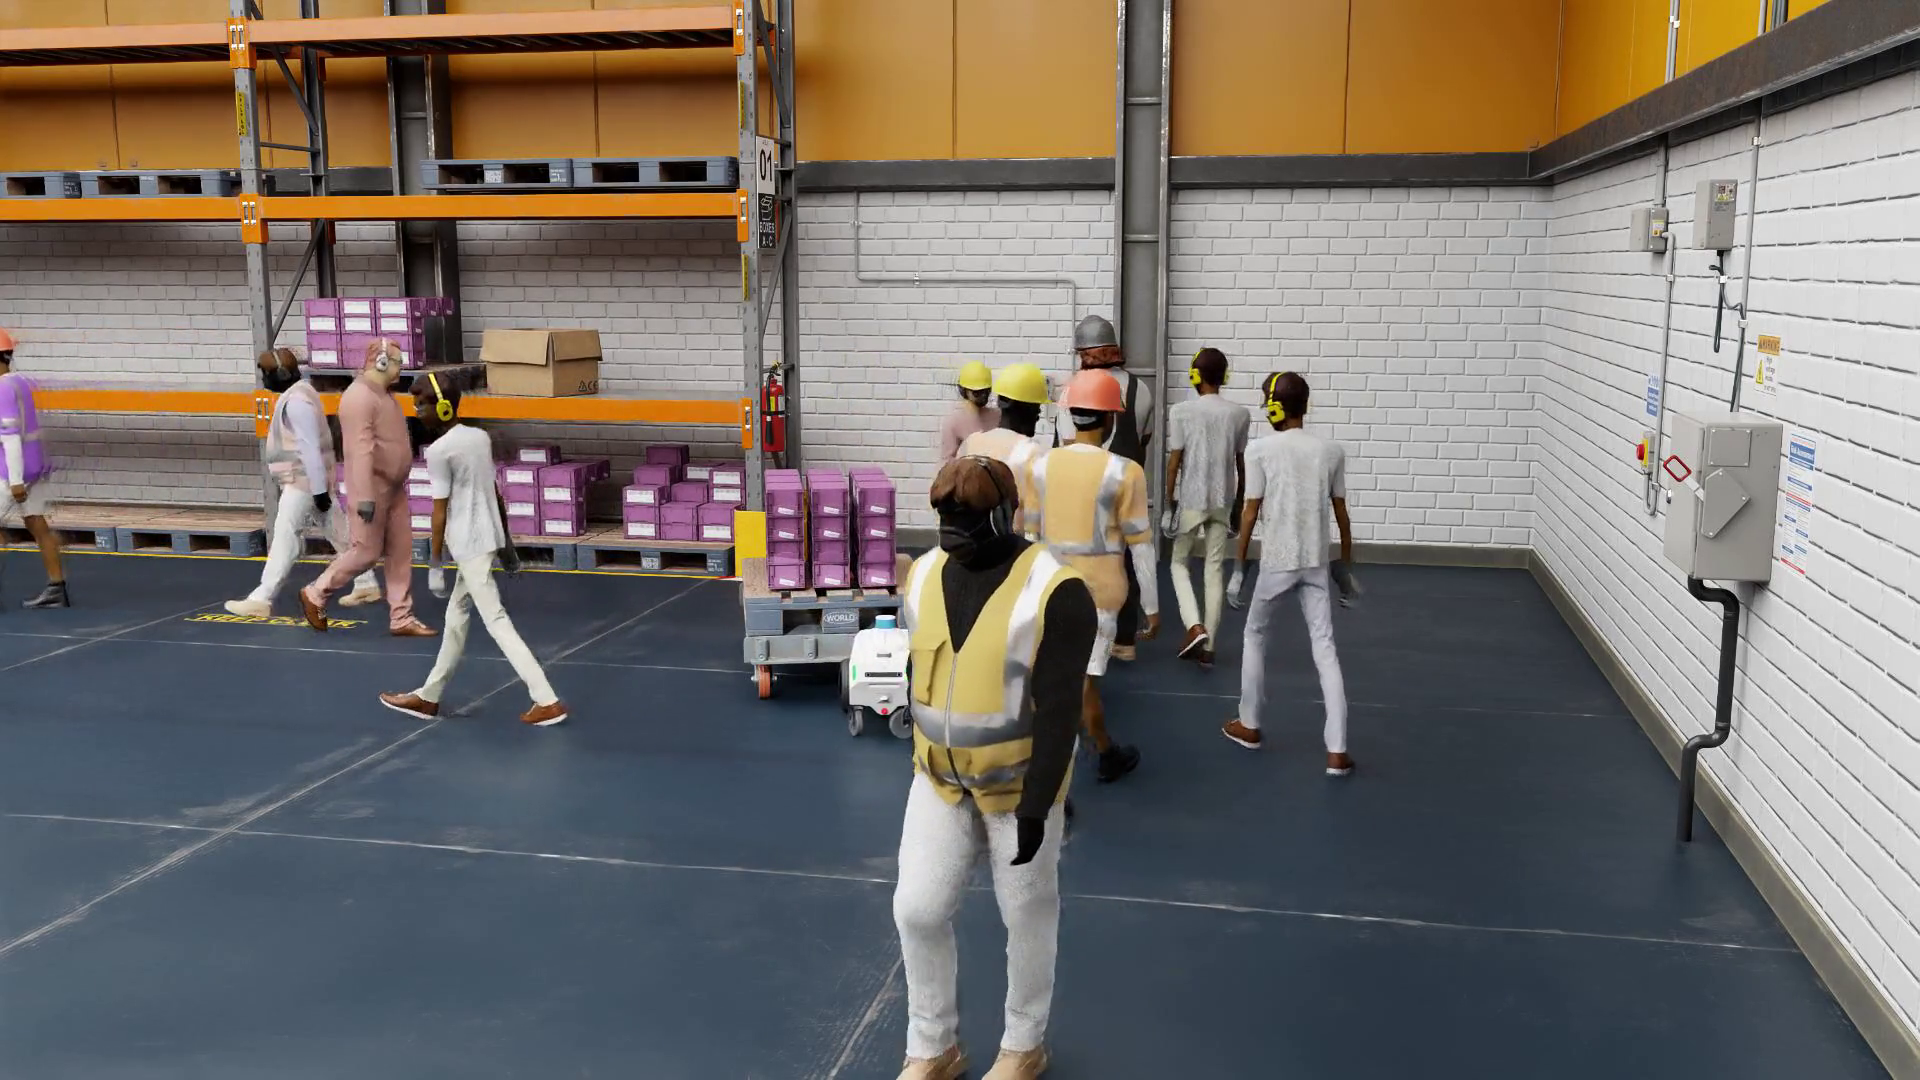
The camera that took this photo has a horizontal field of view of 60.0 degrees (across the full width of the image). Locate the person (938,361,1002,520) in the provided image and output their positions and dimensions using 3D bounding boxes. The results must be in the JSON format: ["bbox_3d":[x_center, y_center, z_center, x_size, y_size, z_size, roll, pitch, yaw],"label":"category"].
[{"bbox_3d":[0.064,-0.313,10.778,0.922,1.706,0.542,8,12,40],"label":"person"}]

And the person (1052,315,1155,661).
[{"bbox_3d":[0.765,-0.282,9.604,0.684,2.000,0.535,-8,13,-41],"label":"person"}]

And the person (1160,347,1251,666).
[{"bbox_3d":[1.408,-0.181,9.585,0.541,1.845,0.458,-1,10,-7],"label":"person"}]

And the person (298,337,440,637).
[{"bbox_3d":[-3.682,-0.311,10.283,0.786,1.876,0.662,0,9,2],"label":"person"}]

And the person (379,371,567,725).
[{"bbox_3d":[-2.440,0.061,8.282,0.998,1.803,0.587,1,10,9],"label":"person"}]

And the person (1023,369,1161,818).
[{"bbox_3d":[0.550,0.220,7.085,0.569,1.884,1.006,6,11,33],"label":"person"}]

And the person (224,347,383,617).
[{"bbox_3d":[-4.362,-0.385,11.034,0.999,1.780,0.685,-3,10,-20],"label":"person"}]

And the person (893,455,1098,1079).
[{"bbox_3d":[0.043,0.680,4.502,0.621,1.817,0.650,6,11,32],"label":"person"}]

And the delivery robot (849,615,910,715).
[{"bbox_3d":[-0.372,0.621,8.353,0.477,0.478,0.707,0,9,-1],"label":"delivery robot"}]

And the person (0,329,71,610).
[{"bbox_3d":[-6.416,-0.455,11.049,0.862,1.899,0.560,-2,10,-14],"label":"person"}]

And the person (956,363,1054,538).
[{"bbox_3d":[0.122,0.127,7.684,0.892,1.885,0.607,-6,11,-33],"label":"person"}]

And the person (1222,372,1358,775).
[{"bbox_3d":[1.534,0.134,7.764,0.649,1.815,0.883,-2,10,-11],"label":"person"}]
